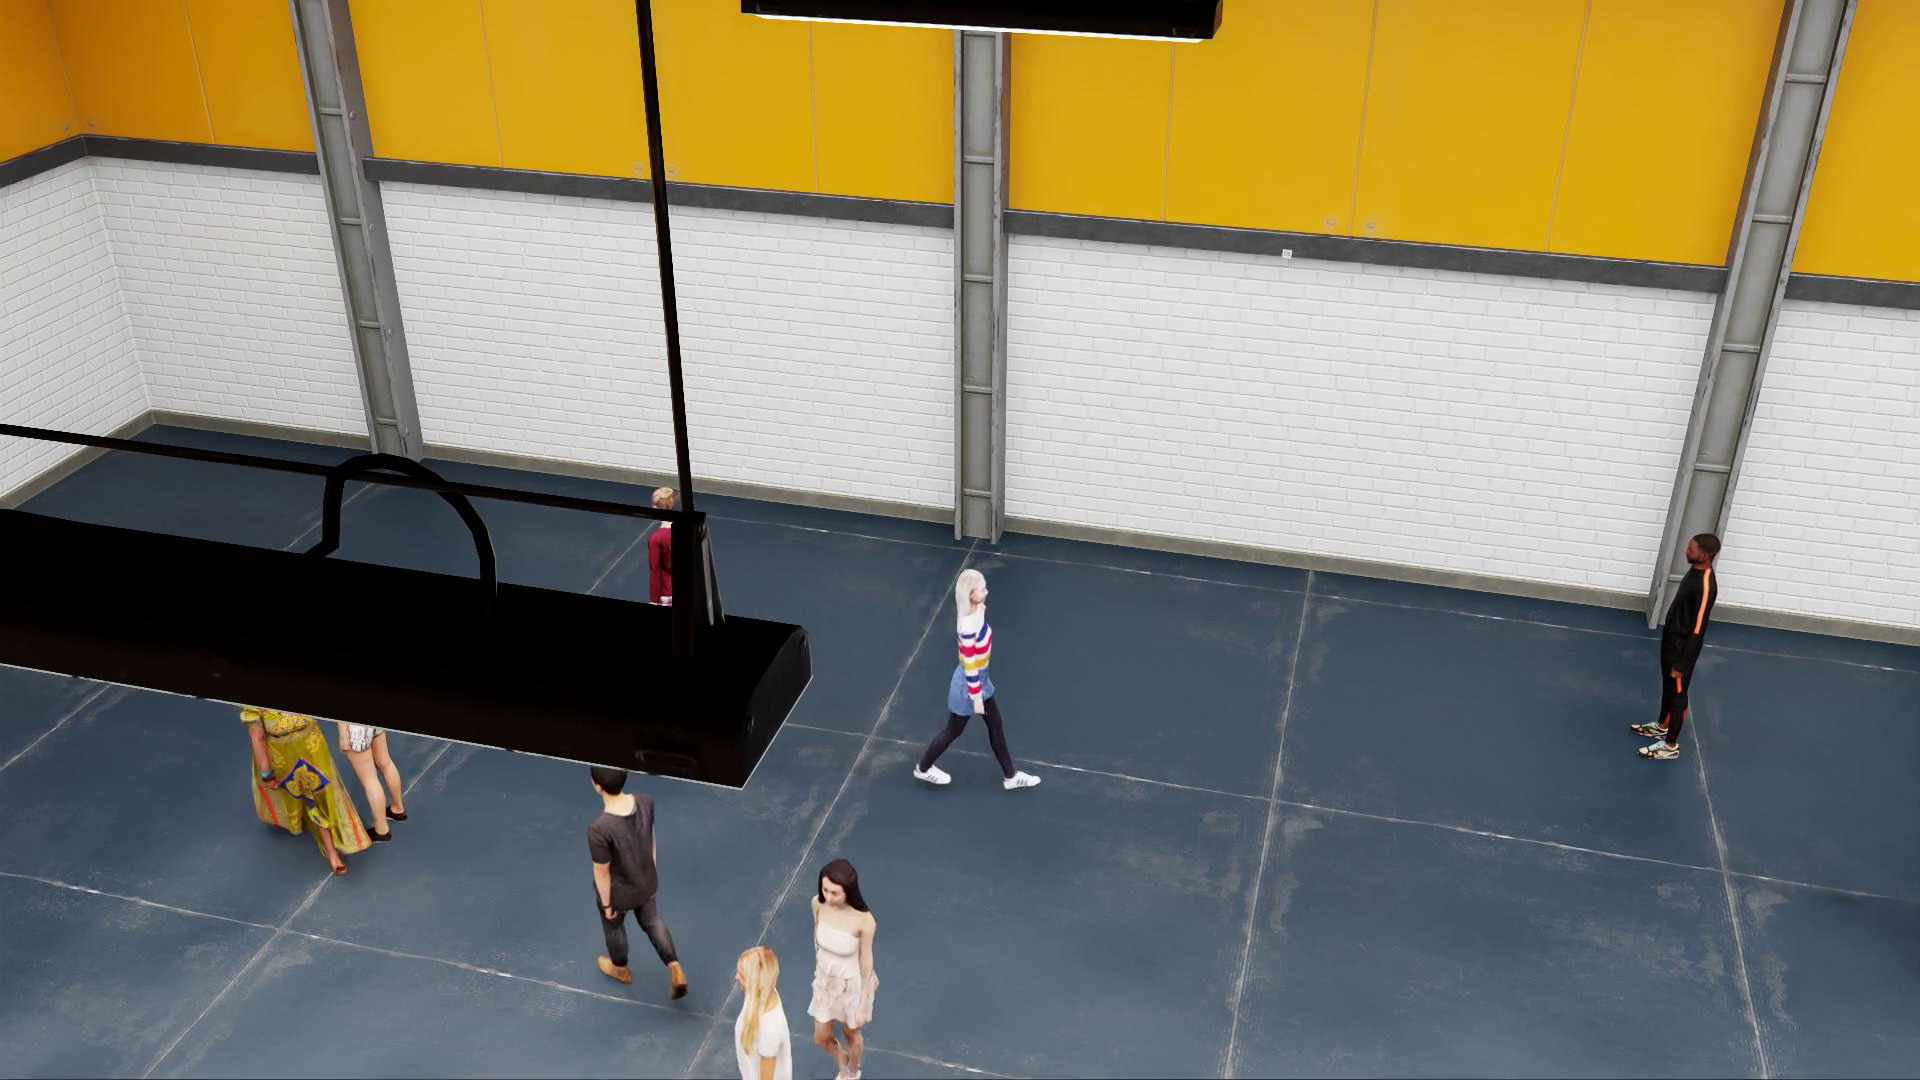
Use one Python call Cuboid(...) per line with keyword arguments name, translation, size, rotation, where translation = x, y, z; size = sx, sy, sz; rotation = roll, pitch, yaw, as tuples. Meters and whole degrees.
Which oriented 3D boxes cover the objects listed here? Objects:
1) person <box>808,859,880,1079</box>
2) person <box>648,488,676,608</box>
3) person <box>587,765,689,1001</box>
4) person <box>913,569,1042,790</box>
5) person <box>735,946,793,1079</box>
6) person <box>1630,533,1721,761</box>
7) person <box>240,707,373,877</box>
Cuboid(name="person", translation=(-0.565, 2.380, 9.044), size=(0.571, 1.725, 0.683), rotation=(16, 32, 26))
Cuboid(name="person", translation=(-2.193, 0.355, 12.771), size=(0.612, 1.710, 0.668), rotation=(18, 34, 30))
Cuboid(name="person", translation=(-1.901, 2.010, 9.754), size=(0.918, 1.694, 1.070), rotation=(-25, 37, -38))
Cuboid(name="person", translation=(-0.011, 1.009, 11.517), size=(1.155, 1.763, 0.719), rotation=(5, 29, 9))
Cuboid(name="person", translation=(-0.851, 2.756, 8.303), size=(1.200, 1.775, 1.059), rotation=(-12, 31, -20))
Cuboid(name="person", translation=(5.201, 0.744, 11.956), size=(0.533, 1.809, 0.628), rotation=(6, 29, 11))
Cuboid(name="person", translation=(-4.441, 1.399, 11.010), size=(1.370, 1.575, 1.162), rotation=(25, 37, 38))
